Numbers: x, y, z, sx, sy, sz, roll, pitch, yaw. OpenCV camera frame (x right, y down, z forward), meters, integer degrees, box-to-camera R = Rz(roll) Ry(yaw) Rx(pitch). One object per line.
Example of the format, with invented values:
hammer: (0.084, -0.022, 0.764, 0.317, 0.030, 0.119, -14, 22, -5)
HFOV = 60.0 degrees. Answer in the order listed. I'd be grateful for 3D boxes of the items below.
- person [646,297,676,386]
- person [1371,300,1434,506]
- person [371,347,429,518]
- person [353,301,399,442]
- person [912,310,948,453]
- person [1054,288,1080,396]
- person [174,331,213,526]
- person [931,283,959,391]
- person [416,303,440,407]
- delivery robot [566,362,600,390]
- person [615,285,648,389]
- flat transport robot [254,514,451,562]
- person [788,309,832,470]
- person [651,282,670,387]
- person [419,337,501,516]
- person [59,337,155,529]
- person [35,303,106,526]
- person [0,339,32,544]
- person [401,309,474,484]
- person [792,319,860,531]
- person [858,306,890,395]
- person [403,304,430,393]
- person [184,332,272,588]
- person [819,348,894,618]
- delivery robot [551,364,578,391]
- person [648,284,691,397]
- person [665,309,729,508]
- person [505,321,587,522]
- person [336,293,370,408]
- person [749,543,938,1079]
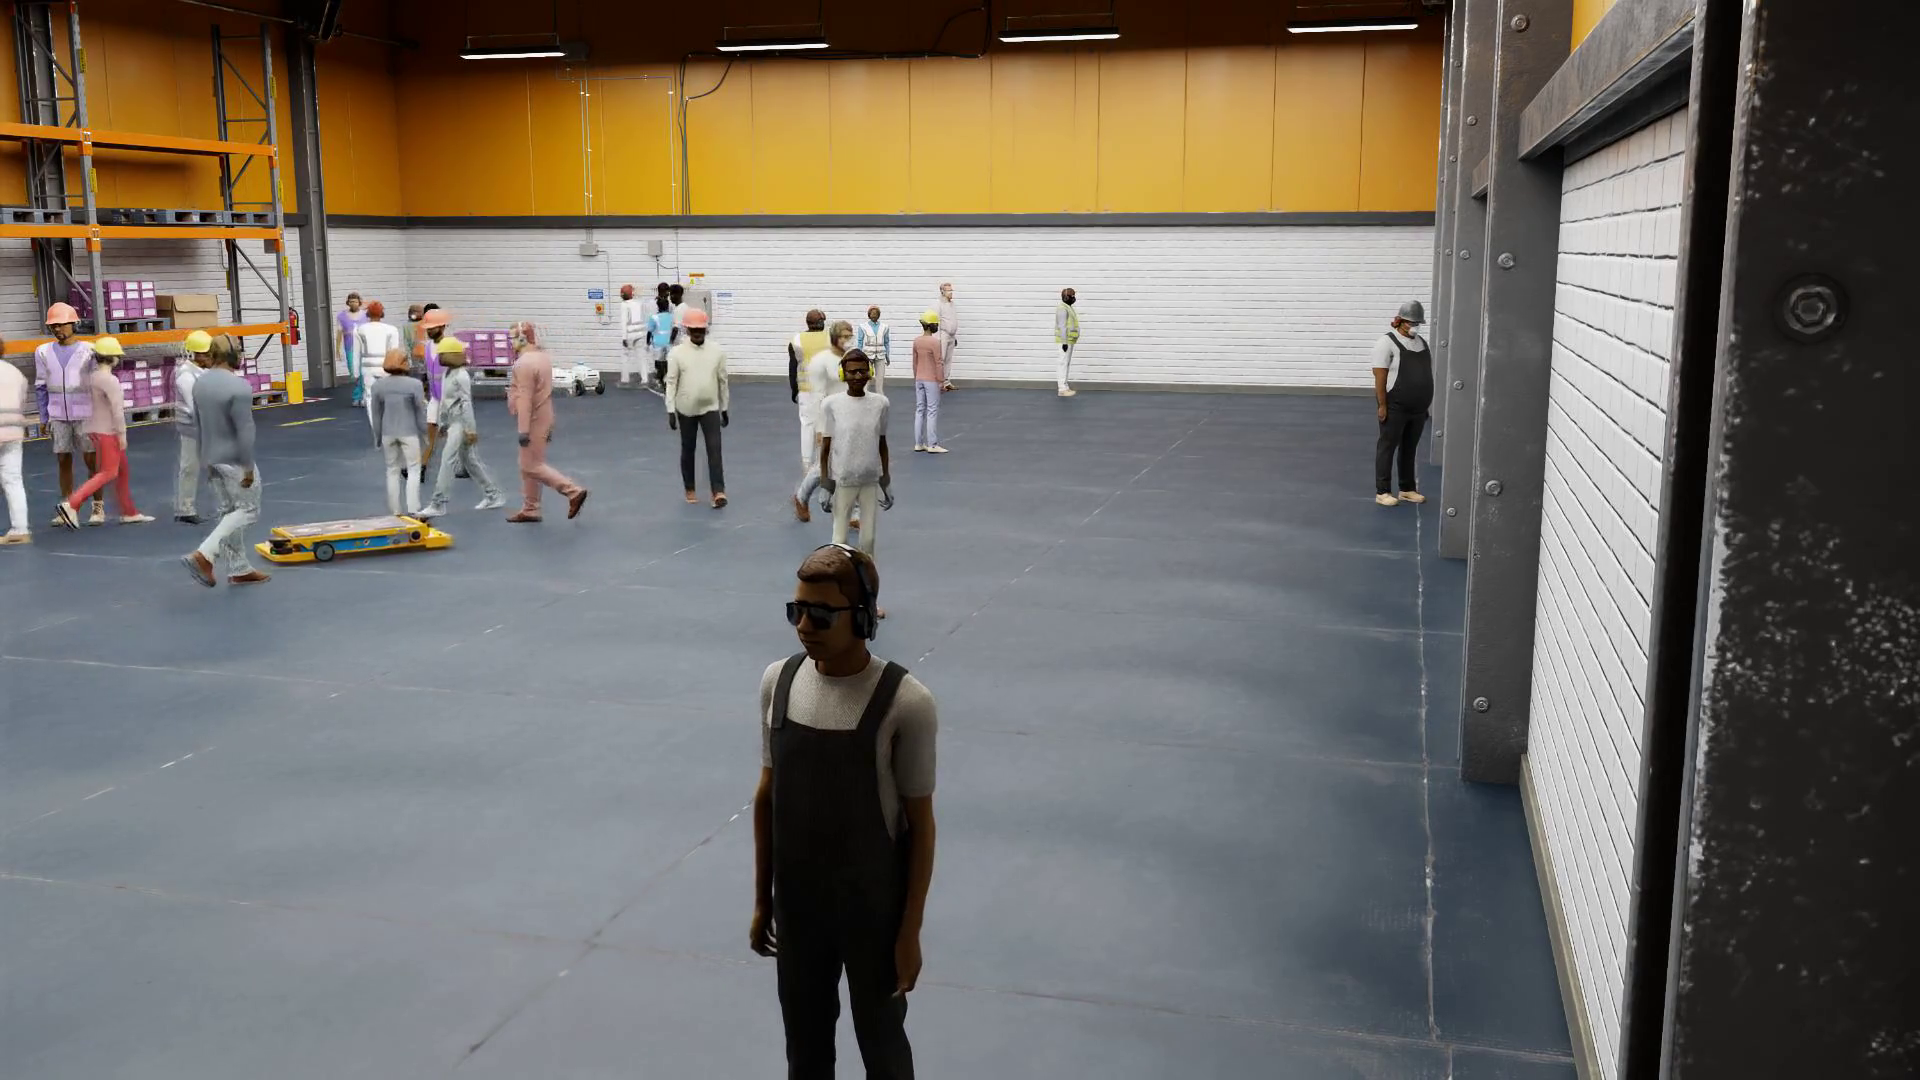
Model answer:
person: (-5.142, -3.383, 28.967, 0.579, 1.662, 0.695, -6, 12, -30)
person: (4.430, -1.365, 16.478, 0.678, 2.000, 0.537, -6, 12, -31)
person: (-5.160, -0.955, 15.342, 0.509, 1.639, 0.304, 1, 10, 4)
person: (-7.581, -2.182, 21.634, 0.583, 1.857, 0.839, -4, 11, -21)
person: (-0.373, -1.957, 20.607, 0.310, 1.768, 0.533, -8, 13, -40)
person: (1.836, -3.391, 28.515, 0.418, 1.845, 0.621, 2, 10, 13)
person: (-6.830, -1.005, 15.149, 0.771, 1.786, 0.602, -1, 10, -4)
person: (-0.240, -3.594, 29.478, 0.406, 1.911, 0.639, 6, 12, 30)
person: (-8.406, -2.891, 26.161, 0.479, 1.664, 0.627, -9, 13, -42)
delivery robot: (-6.546, -2.832, 28.724, 0.707, 0.478, 0.477, 10, 14, 43)
person: (-5.898, -3.623, 29.759, 0.764, 1.854, 0.627, 7, 12, 35)
flat transport robot: (-5.074, -0.025, 13.899, 1.431, 0.197, 0.652, -7, 12, -35)
person: (-1.641, -1.718, 19.055, 0.624, 1.841, 0.430, 0, 10, 3)
person: (-5.370, -3.723, 30.225, 0.508, 1.899, 0.605, -5, 11, -25)
person: (-4.820, -1.095, 15.927, 0.876, 1.697, 0.497, -6, 12, -32)
person: (-7.799, -0.969, 15.081, 0.763, 1.744, 0.532, -9, 13, -41)
person: (-8.104, -1.137, 15.181, 0.613, 2.043, 0.374, -1, 10, -7)
person: (-8.357, -0.855, 14.338, 0.767, 1.790, 0.691, 5, 11, 25)
person: (-5.620, -1.553, 18.013, 0.557, 1.868, 1.059, 5, 11, 28)
person: (-1.143, -1.034, 14.984, 0.633, 1.914, 0.857, -10, 14, -44)
person: (-1.338, -2.821, 25.870, 0.523, 1.636, 0.310, -3, 11, -18)
person: (-9.104, -3.198, 28.115, 0.508, 1.598, 0.713, 2, 10, 9)
person: (-5.471, -0.568, 12.302, 0.634, 1.926, 0.648, 7, 12, 33)
person: (-0.706, -0.377, 11.370, 0.530, 1.869, 0.311, -4, 11, -21)
delivery robot: (-6.853, -2.740, 28.205, 0.707, 0.478, 0.477, 0, 10, 2)
person: (-4.755, -3.299, 27.771, 1.003, 1.906, 0.614, -1, 10, -4)
person: (-2.559, -1.282, 16.296, 0.657, 1.937, 1.014, -3, 11, -19)
person: (-3.835, -1.068, 15.270, 0.710, 1.878, 0.660, 0, 10, -1)
person: (-9.572, -2.996, 26.333, 0.609, 1.814, 0.646, -2, 10, -10)
person: (-0.299, 0.916, 4.117, 0.508, 1.846, 0.345, 5, 11, 26)
